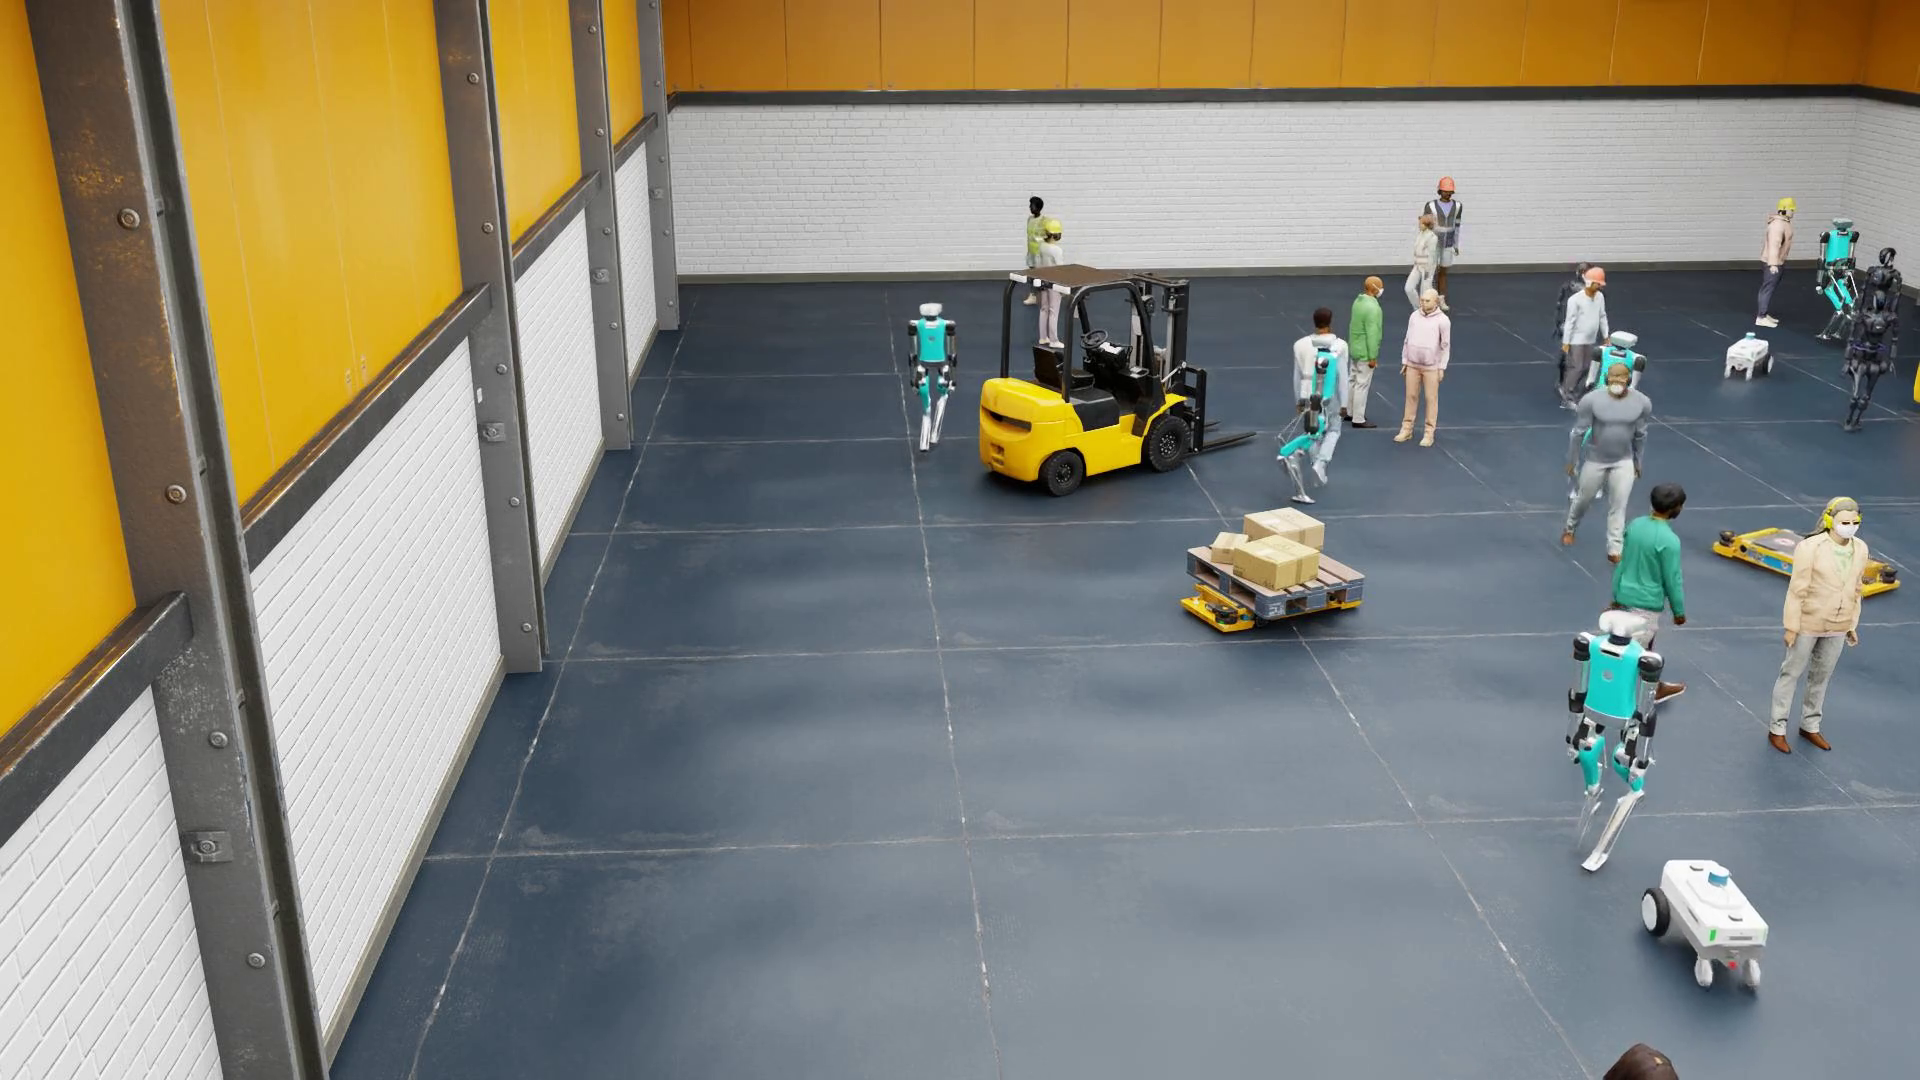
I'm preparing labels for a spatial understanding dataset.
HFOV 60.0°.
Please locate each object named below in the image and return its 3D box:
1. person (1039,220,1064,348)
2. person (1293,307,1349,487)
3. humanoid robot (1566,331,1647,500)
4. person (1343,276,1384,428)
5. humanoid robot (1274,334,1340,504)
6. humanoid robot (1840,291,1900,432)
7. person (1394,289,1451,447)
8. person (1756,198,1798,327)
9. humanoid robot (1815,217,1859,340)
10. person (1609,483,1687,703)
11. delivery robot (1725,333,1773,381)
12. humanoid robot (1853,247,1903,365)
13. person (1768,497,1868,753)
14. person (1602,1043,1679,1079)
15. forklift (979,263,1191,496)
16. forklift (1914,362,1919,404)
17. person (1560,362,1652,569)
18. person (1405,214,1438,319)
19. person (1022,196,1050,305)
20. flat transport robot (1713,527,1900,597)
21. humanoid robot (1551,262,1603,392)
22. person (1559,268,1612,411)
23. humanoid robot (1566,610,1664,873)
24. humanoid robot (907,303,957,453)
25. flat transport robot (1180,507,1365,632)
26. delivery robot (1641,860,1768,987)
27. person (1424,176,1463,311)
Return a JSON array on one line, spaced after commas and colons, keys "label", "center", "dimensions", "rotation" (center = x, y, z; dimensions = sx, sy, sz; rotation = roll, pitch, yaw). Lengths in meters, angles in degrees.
[{"label": "person", "center": [1.291, -3.558, 23.149], "dimensions": [0.307, 1.768, 0.522], "rotation": [-12, 23, -29]}, {"label": "person", "center": [3.715, -1.453, 17.256], "dimensions": [0.652, 1.877, 0.567], "rotation": [13, 24, 31]}, {"label": "humanoid robot", "center": [6.424, -1.174, 16.743], "dimensions": [0.584, 1.780, 0.882], "rotation": [16, 25, 37]}, {"label": "person", "center": [4.725, -2.195, 19.422], "dimensions": [0.384, 1.779, 0.547], "rotation": [-3, 20, -9]}, {"label": "humanoid robot", "center": [3.444, -1.174, 16.785], "dimensions": [0.661, 1.862, 0.541], "rotation": [9, 22, 23]}, {"label": "humanoid robot", "center": [10.513, -2.056, 19.198], "dimensions": [0.594, 1.644, 0.540], "rotation": [2, 20, 6]}, {"label": "person", "center": [5.239, -1.957, 18.758], "dimensions": [0.535, 1.782, 0.398], "rotation": [16, 25, 36]}, {"label": "person", "center": [11.975, -4.096, 24.468], "dimensions": [0.409, 1.868, 0.805], "rotation": [11, 23, 28]}, {"label": "humanoid robot", "center": [12.250, -3.593, 23.093], "dimensions": [0.533, 1.677, 0.735], "rotation": [-1, 20, -4]}, {"label": "person", "center": [5.102, 0.451, 12.162], "dimensions": [0.913, 1.806, 0.495], "rotation": [-4, 21, -11]}, {"label": "delivery robot", "center": [10.325, -2.410, 21.802], "dimensions": [0.499, 0.611, 0.811], "rotation": [16, 25, 36]}, {"label": "humanoid robot", "center": [12.041, -3.011, 21.796], "dimensions": [0.315, 1.654, 0.603], "rotation": [-9, 22, -24]}, {"label": "person", "center": [6.045, 0.583, 11.711], "dimensions": [0.553, 1.877, 0.409], "rotation": [-3, 20, -7]}, {"label": "person", "center": [2.415, 2.643, 6.244], "dimensions": [0.366, 1.770, 0.471], "rotation": [18, 26, 39]}, {"label": "forklift", "center": [1.315, -1.764, 17.646], "dimensions": [2.313, 2.155, 1.214], "rotation": [-14, 24, -33]}, {"label": "forklift", "center": [12.602, -2.435, 19.475], "dimensions": [2.313, 2.155, 1.214], "rotation": [-1, 20, -4]}, {"label": "person", "center": [5.929, -0.744, 15.304], "dimensions": [0.657, 1.912, 0.855], "rotation": [2, 20, 5]}, {"label": "person", "center": [6.811, -3.981, 24.507], "dimensions": [0.377, 1.623, 0.518], "rotation": [-6, 21, -16]}, {"label": "person", "center": [1.243, -4.488, 25.790], "dimensions": [0.495, 1.682, 0.539], "rotation": [-13, 24, -32]}, {"label": "flat transport robot", "center": [7.681, 0.186, 15.120], "dimensions": [0.659, 0.231, 1.431], "rotation": [-11, 23, -27]}, {"label": "humanoid robot", "center": [7.784, -2.703, 20.957], "dimensions": [0.593, 1.647, 0.412], "rotation": [10, 22, 25]}, {"label": "person", "center": [7.560, -2.460, 20.207], "dimensions": [0.571, 1.723, 0.521], "rotation": [-13, 24, -31]}, {"label": "humanoid robot", "center": [4.034, 1.269, 10.182], "dimensions": [0.669, 1.889, 0.533], "rotation": [-18, 27, -41]}, {"label": "humanoid robot", "center": [-0.296, -1.795, 18.372], "dimensions": [0.549, 1.732, 0.994], "rotation": [1, 20, 2]}, {"label": "flat transport robot", "center": [2.679, 0.492, 14.286], "dimensions": [1.431, 0.231, 0.659], "rotation": [-9, 22, -24]}, {"label": "delivery robot", "center": [4.250, 2.132, 9.430], "dimensions": [0.499, 0.612, 0.815], "rotation": [0, 20, 0]}, {"label": "person", "center": [7.323, -4.500, 25.319], "dimensions": [0.609, 2.043, 0.372], "rotation": [-3, 20, -8]}]
